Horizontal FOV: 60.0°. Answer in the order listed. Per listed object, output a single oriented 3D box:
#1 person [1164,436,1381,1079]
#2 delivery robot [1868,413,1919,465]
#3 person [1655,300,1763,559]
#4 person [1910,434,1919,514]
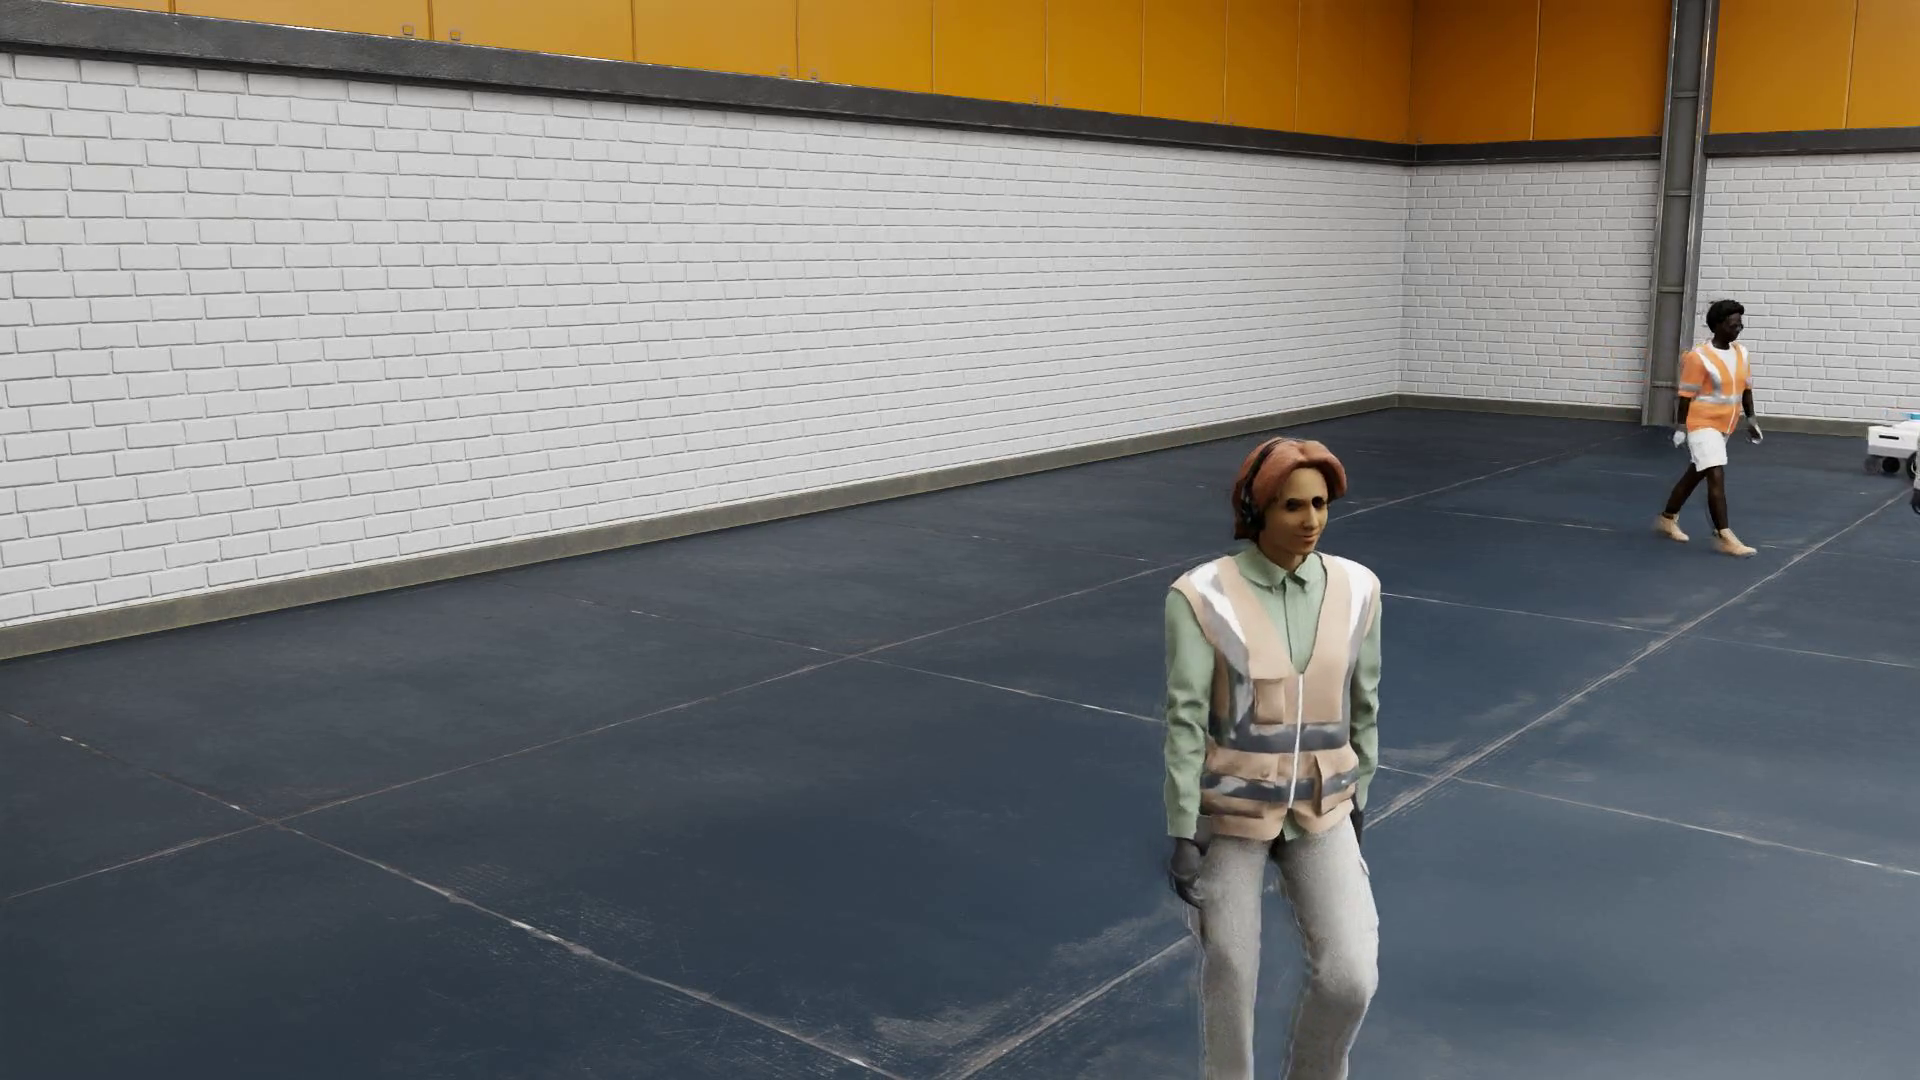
[{"bbox_3d":[0.654,0.601,3.454,0.525,1.627,0.404,-2,11,-13],"label":"person"},{"bbox_3d":[8.116,-0.839,14.137,0.477,0.478,0.707,-5,11,-26],"label":"delivery robot"},{"bbox_3d":[4.903,-0.744,10.870,0.534,1.647,0.880,-6,12,-29],"label":"person"},{"bbox_3d":[4.715,-0.304,7.759,0.664,1.876,0.642,-3,11,-18],"label":"person"}]
